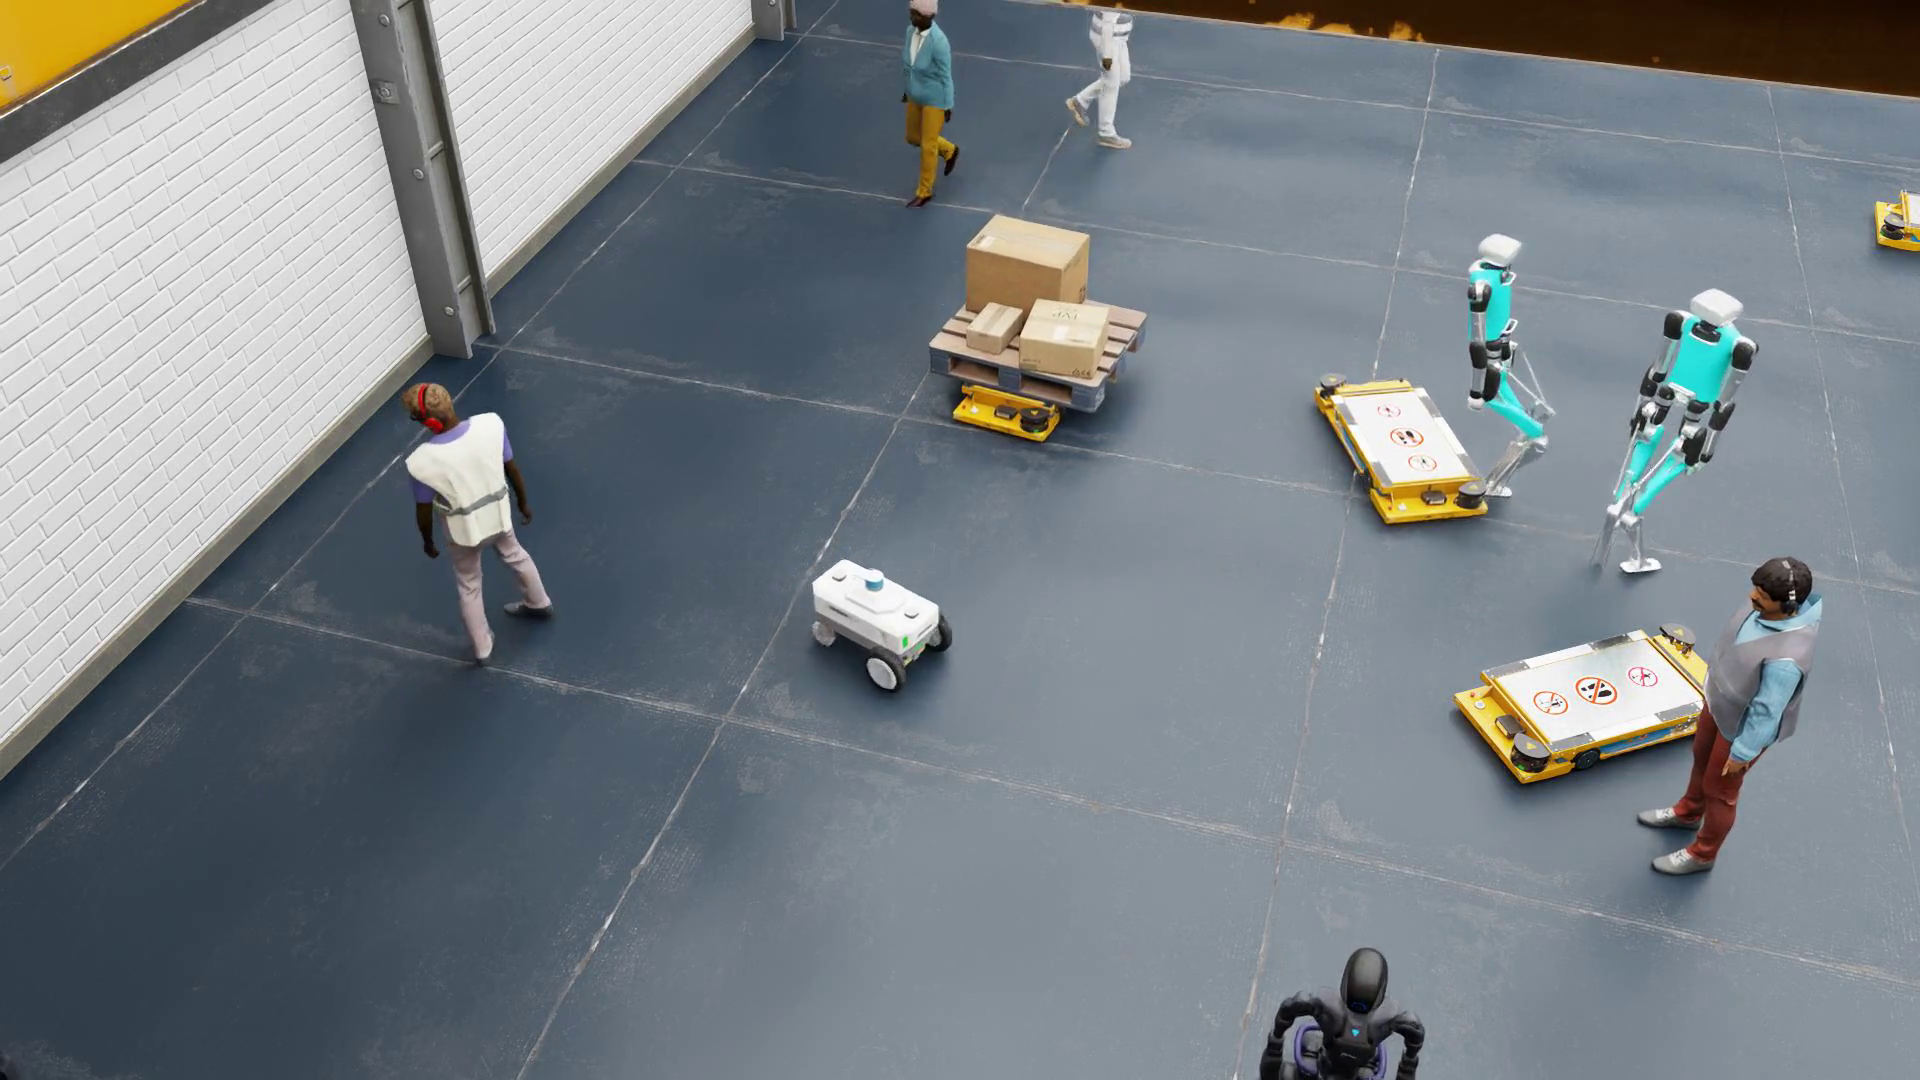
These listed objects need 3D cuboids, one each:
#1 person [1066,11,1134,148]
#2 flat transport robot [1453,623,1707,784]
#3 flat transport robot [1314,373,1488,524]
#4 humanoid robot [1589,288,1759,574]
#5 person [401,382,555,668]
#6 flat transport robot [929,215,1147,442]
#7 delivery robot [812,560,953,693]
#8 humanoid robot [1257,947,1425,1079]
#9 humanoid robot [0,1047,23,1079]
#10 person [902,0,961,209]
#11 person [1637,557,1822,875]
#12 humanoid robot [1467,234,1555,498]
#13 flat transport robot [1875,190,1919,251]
[{"bbox_3d":[1.228,-4.215,13.979,0.549,1.869,0.589,12,40,14],"label":"person"},{"bbox_3d":[3.457,0.864,8.930,1.431,0.231,0.659,-12,40,-15],"label":"flat transport robot"},{"bbox_3d":[2.839,-0.624,10.781,0.659,0.231,1.431,-5,39,-7],"label":"flat transport robot"},{"bbox_3d":[3.957,-0.484,9.520,0.791,1.885,0.537,-27,46,-29],"label":"humanoid robot"},{"bbox_3d":[-2.582,-0.108,8.914,0.664,1.807,0.495,-30,48,-32],"label":"person"},{"bbox_3d":[0.546,-1.183,11.476,0.659,0.231,1.431,16,42,19],"label":"flat transport robot"},{"bbox_3d":[-0.452,0.441,9.242,0.815,0.612,0.499,25,45,28],"label":"delivery robot"},{"bbox_3d":[1.434,2.021,6.393,0.616,1.636,0.702,7,39,8],"label":"humanoid robot"},{"bbox_3d":[-3.840,2.058,6.358,0.608,1.621,0.788,8,39,10],"label":"humanoid robot"},{"bbox_3d":[-0.218,-3.528,13.224,0.623,1.729,0.538,-30,48,-32],"label":"person"},{"bbox_3d":[3.616,0.823,7.705,0.421,1.869,0.546,4,39,5],"label":"person"},{"bbox_3d":[3.351,-0.946,10.026,0.822,1.780,0.534,20,43,23],"label":"humanoid robot"},{"bbox_3d":[7.957,-2.400,12.990,1.431,0.231,0.659,14,41,16],"label":"flat transport robot"}]
